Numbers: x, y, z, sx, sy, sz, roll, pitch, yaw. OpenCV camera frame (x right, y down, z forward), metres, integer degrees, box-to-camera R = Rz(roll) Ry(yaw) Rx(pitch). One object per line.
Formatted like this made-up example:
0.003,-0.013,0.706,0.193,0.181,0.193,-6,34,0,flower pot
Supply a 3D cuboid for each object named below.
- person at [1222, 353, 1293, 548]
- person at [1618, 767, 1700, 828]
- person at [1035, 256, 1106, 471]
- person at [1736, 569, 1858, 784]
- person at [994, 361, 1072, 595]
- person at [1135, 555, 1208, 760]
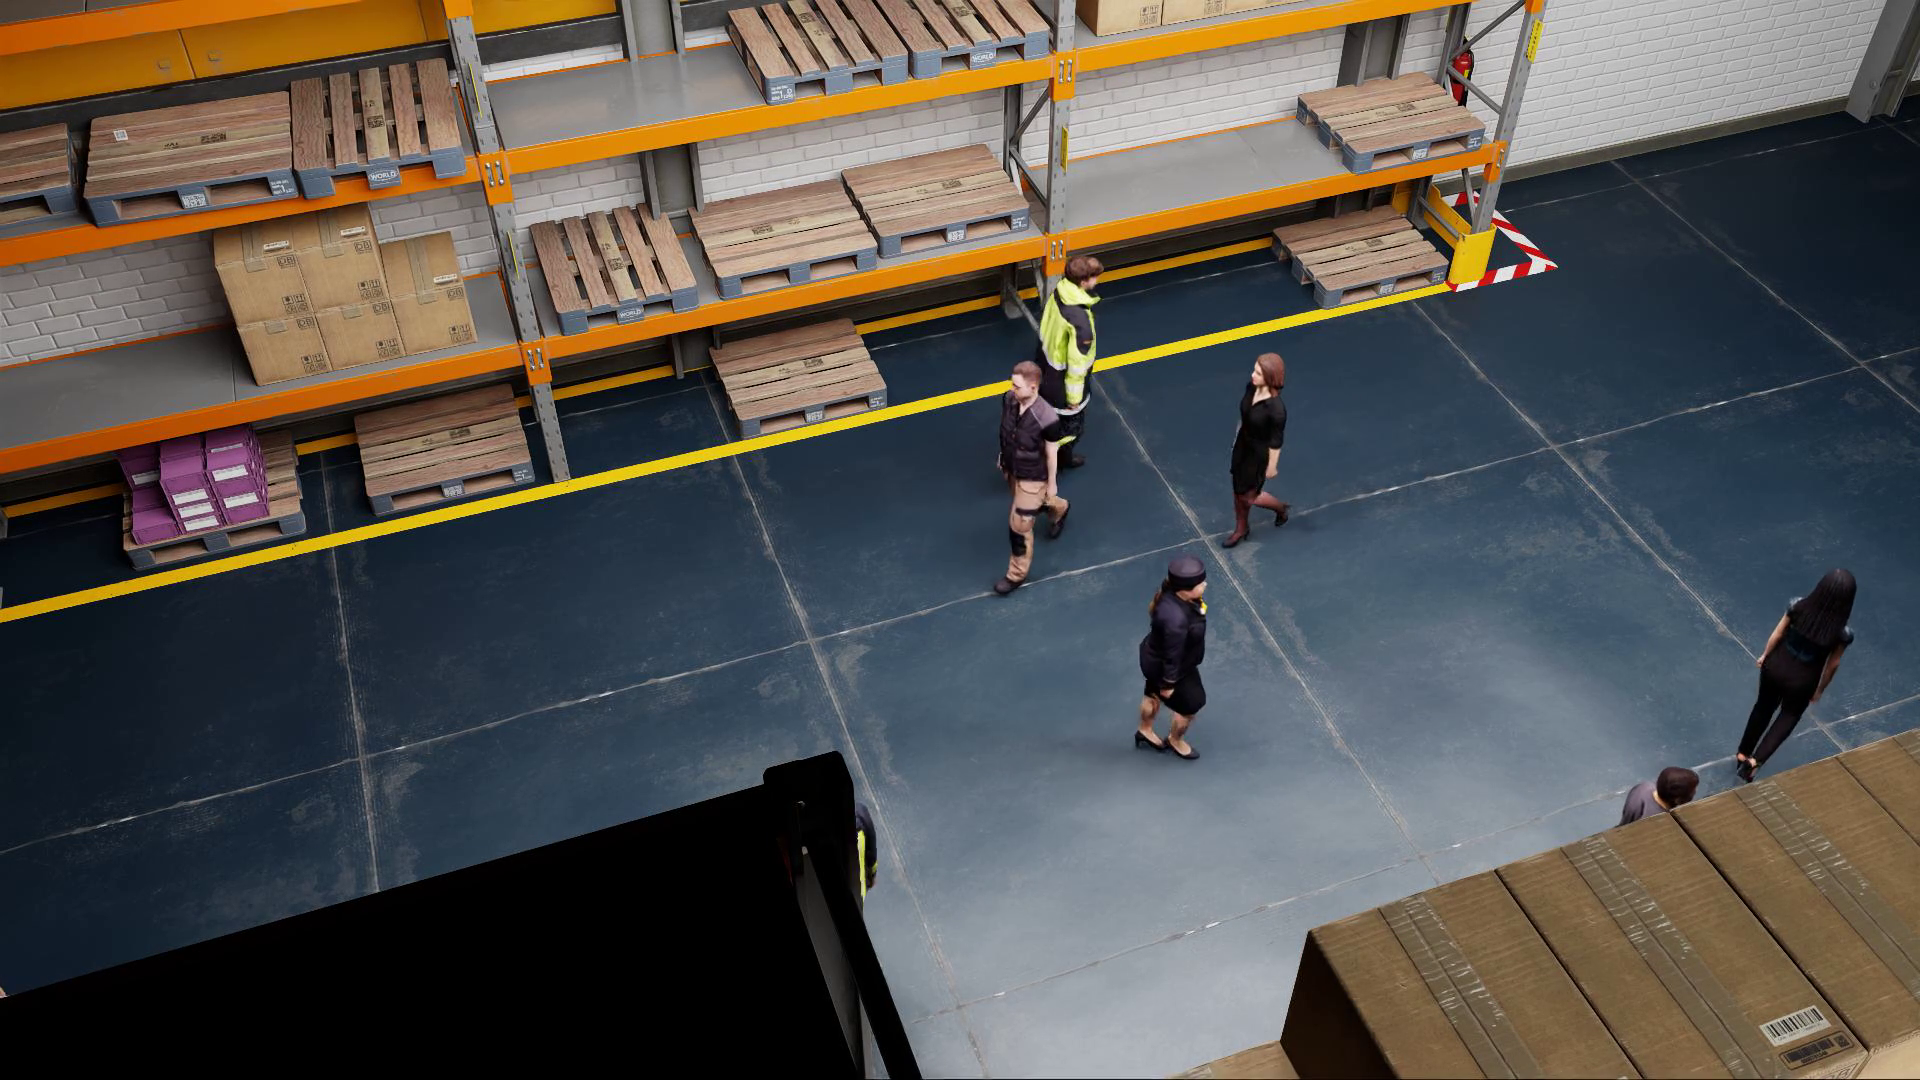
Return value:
2.120,-0.615,11.572,0.733,1.694,0.583,-14,45,-14,person
3.612,1.795,8.989,0.634,1.766,0.678,-6,44,-7,person
0.660,-1.195,11.991,0.911,1.954,0.847,-12,45,-12,person
4.954,0.868,9.992,0.733,1.725,0.820,31,52,29,person
0.547,-0.522,11.392,1.203,1.805,0.905,-29,51,-27,person
1.213,0.735,10.178,0.864,1.662,0.851,5,44,5,person
